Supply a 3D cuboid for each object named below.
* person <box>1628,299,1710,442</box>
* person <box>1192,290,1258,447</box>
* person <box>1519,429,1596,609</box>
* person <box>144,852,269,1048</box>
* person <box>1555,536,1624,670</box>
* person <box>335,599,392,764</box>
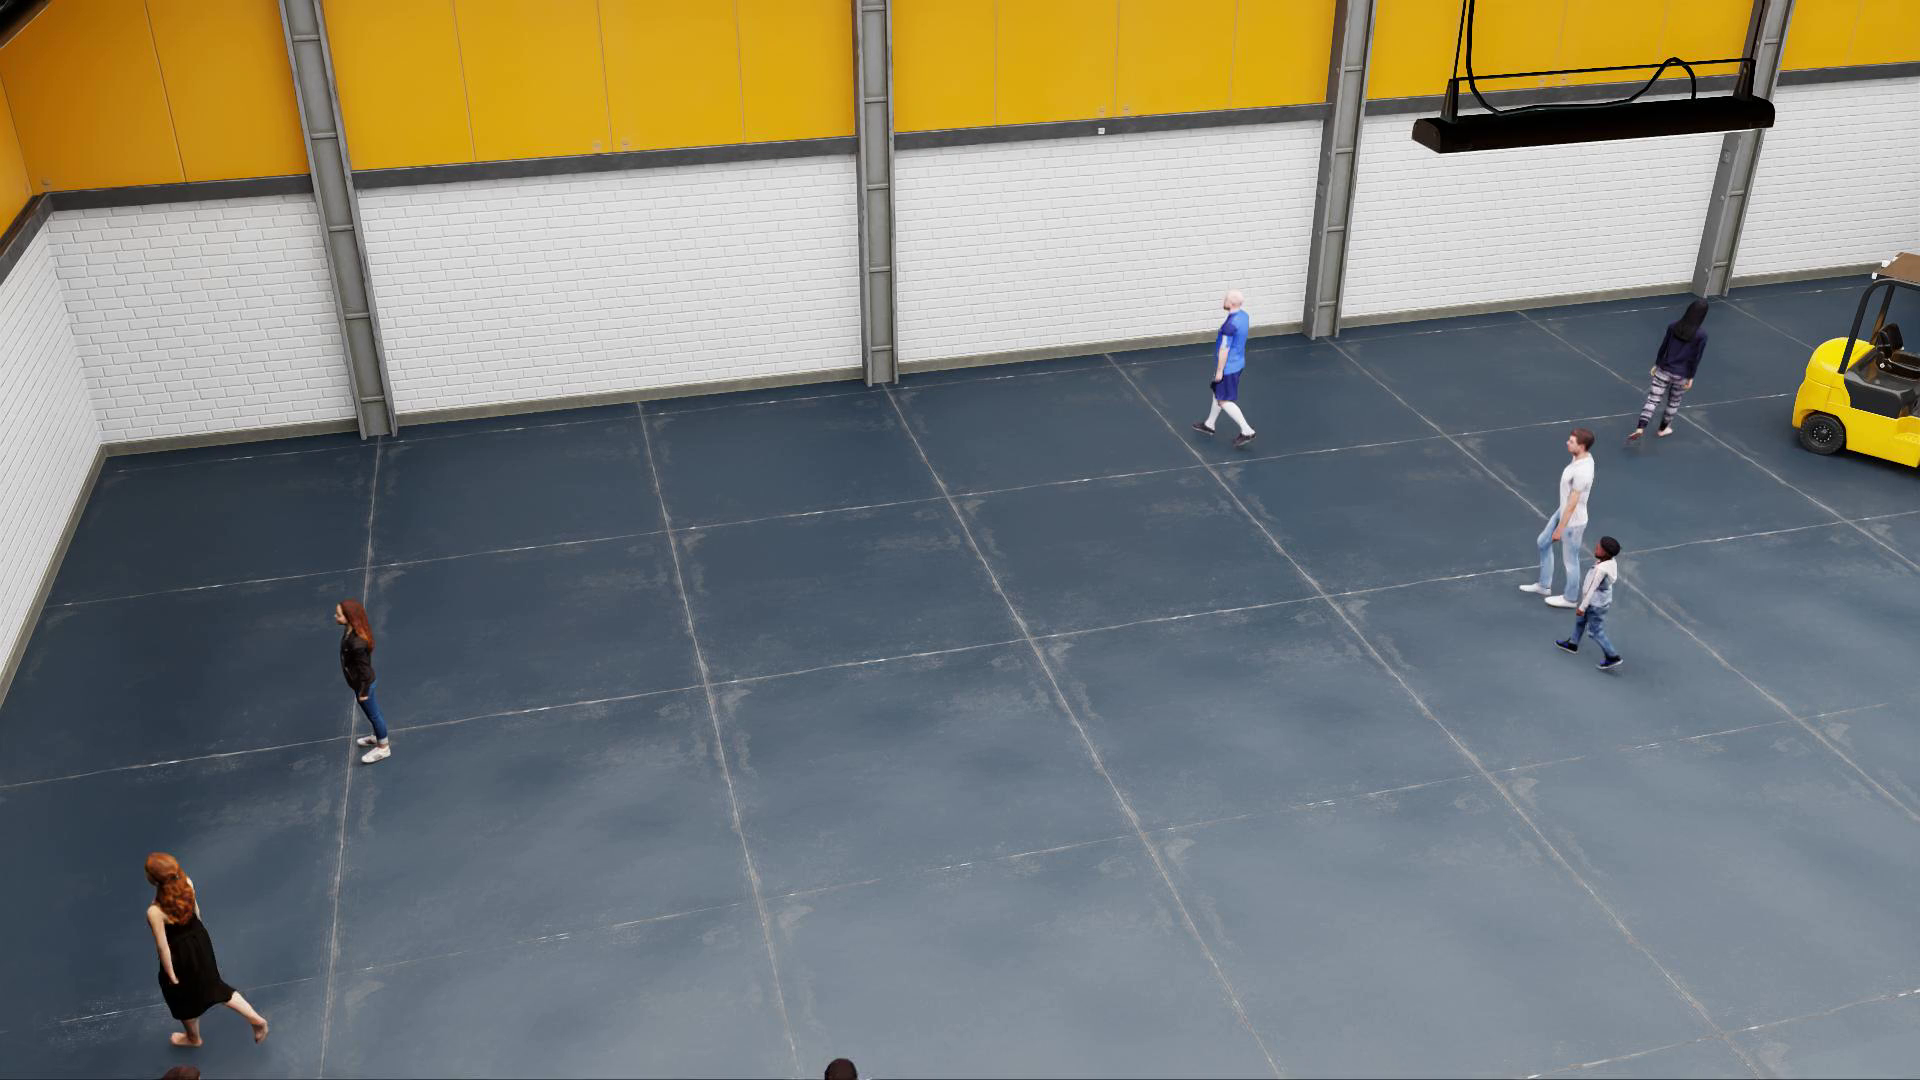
[{"bbox_3d":[8.037,-1.866,18.795,0.997,1.690,1.125,19,34,30],"label":"person"},{"bbox_3d":[3.093,-1.929,18.781,1.180,1.815,1.105,14,32,24],"label":"person"},{"bbox_3d":[5.805,-0.176,15.546,0.934,1.835,0.874,8,30,14],"label":"person"},{"bbox_3d":[-4.860,2.649,10.604,1.011,1.607,0.863,8,30,14],"label":"person"},{"bbox_3d":[5.718,0.564,14.799,0.847,1.250,0.852,21,35,33],"label":"person"},{"bbox_3d":[-4.856,1.119,13.539,0.546,1.483,0.592,-12,31,-21],"label":"person"}]
